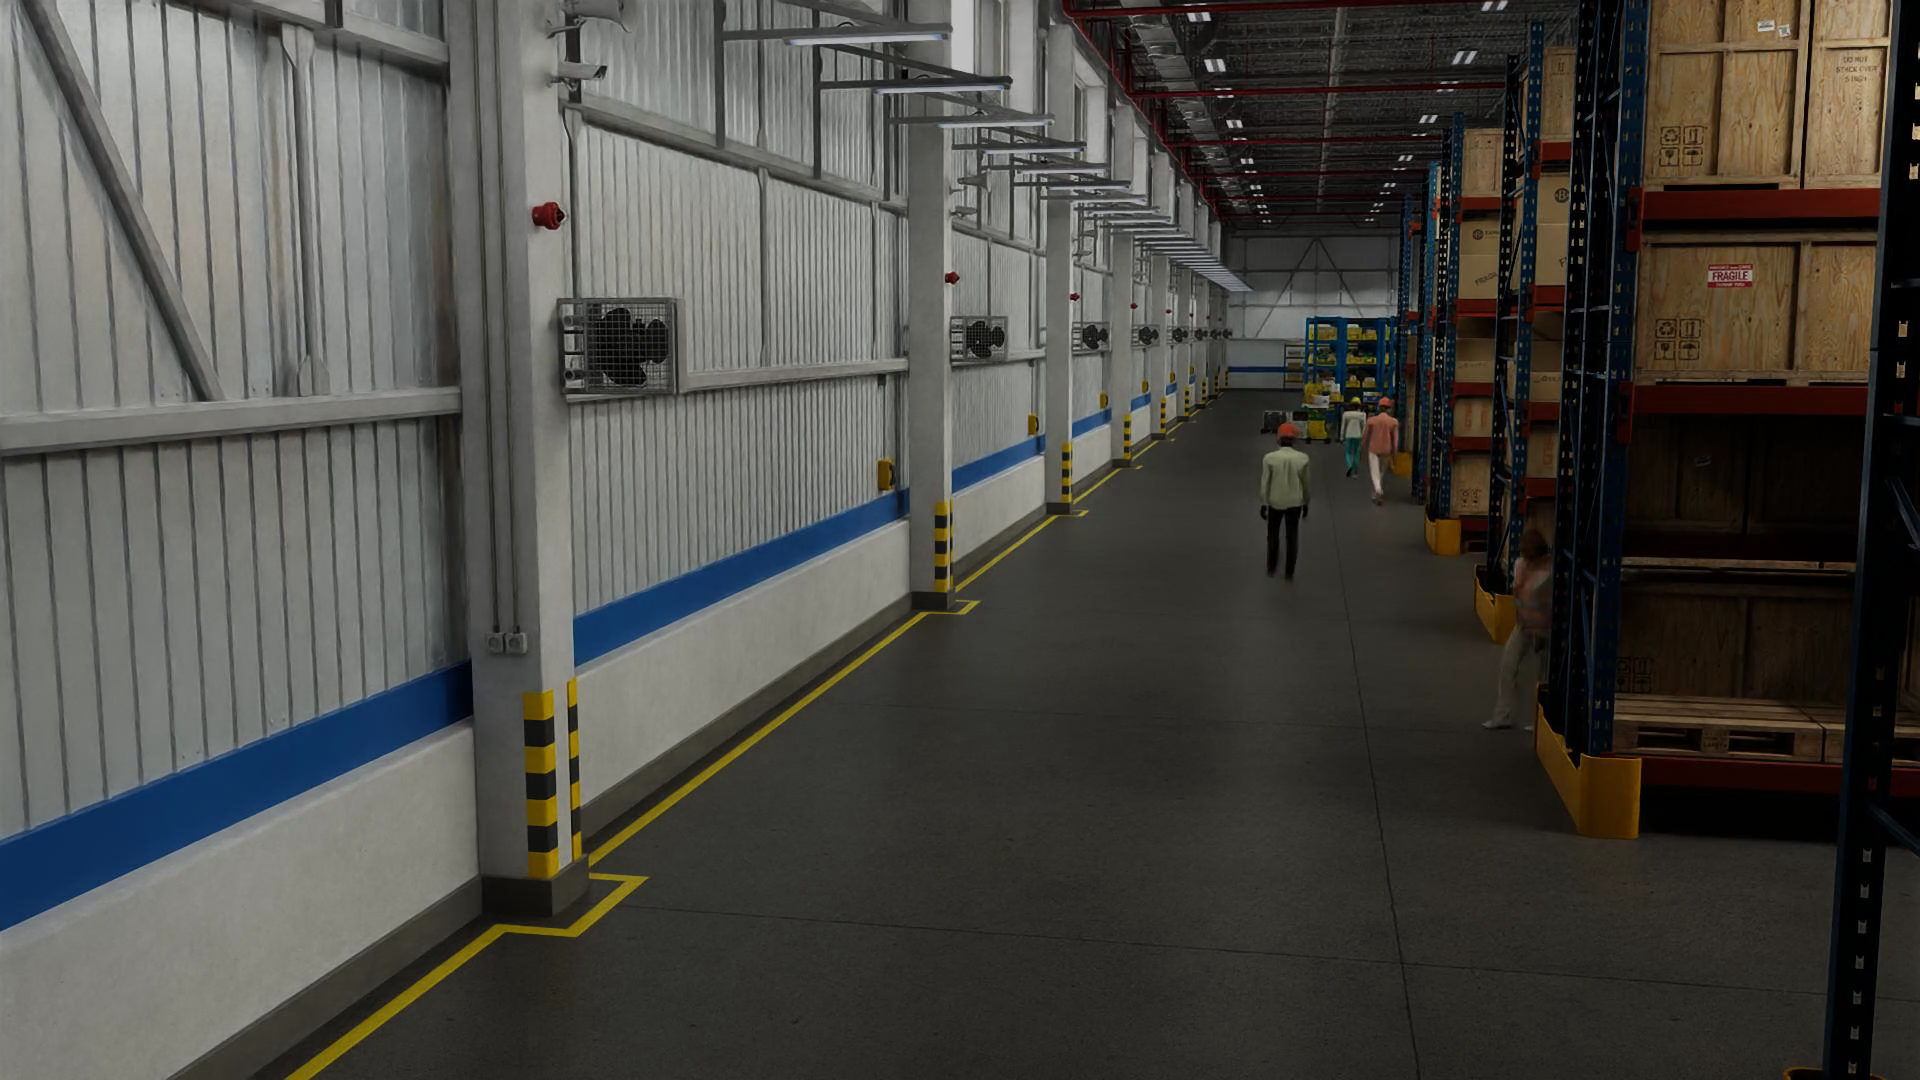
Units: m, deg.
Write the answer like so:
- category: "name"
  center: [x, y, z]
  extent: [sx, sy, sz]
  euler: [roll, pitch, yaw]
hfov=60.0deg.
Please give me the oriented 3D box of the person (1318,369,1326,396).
- category: "person"
  center: [13.013, -5.318, 60.169]
  extent: [0.457, 1.818, 0.596]
  euler: [0, 7, 1]

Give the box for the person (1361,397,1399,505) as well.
- category: "person"
  center: [7.523, -1.580, 29.758]
  extent: [0.648, 1.952, 0.864]
  euler: [1, 7, 8]

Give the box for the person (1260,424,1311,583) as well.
- category: "person"
  center: [4.052, -0.471, 20.818]
  extent: [0.658, 1.952, 0.939]
  euler: [0, 7, 2]

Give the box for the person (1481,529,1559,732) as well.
- category: "person"
  center: [4.337, 0.706, 12.771]
  extent: [0.679, 1.602, 0.557]
  euler: [-3, 8, -19]

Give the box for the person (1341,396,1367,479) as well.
- category: "person"
  center: [8.333, -2.164, 35.164]
  extent: [0.549, 1.755, 0.383]
  euler: [1, 7, 9]
